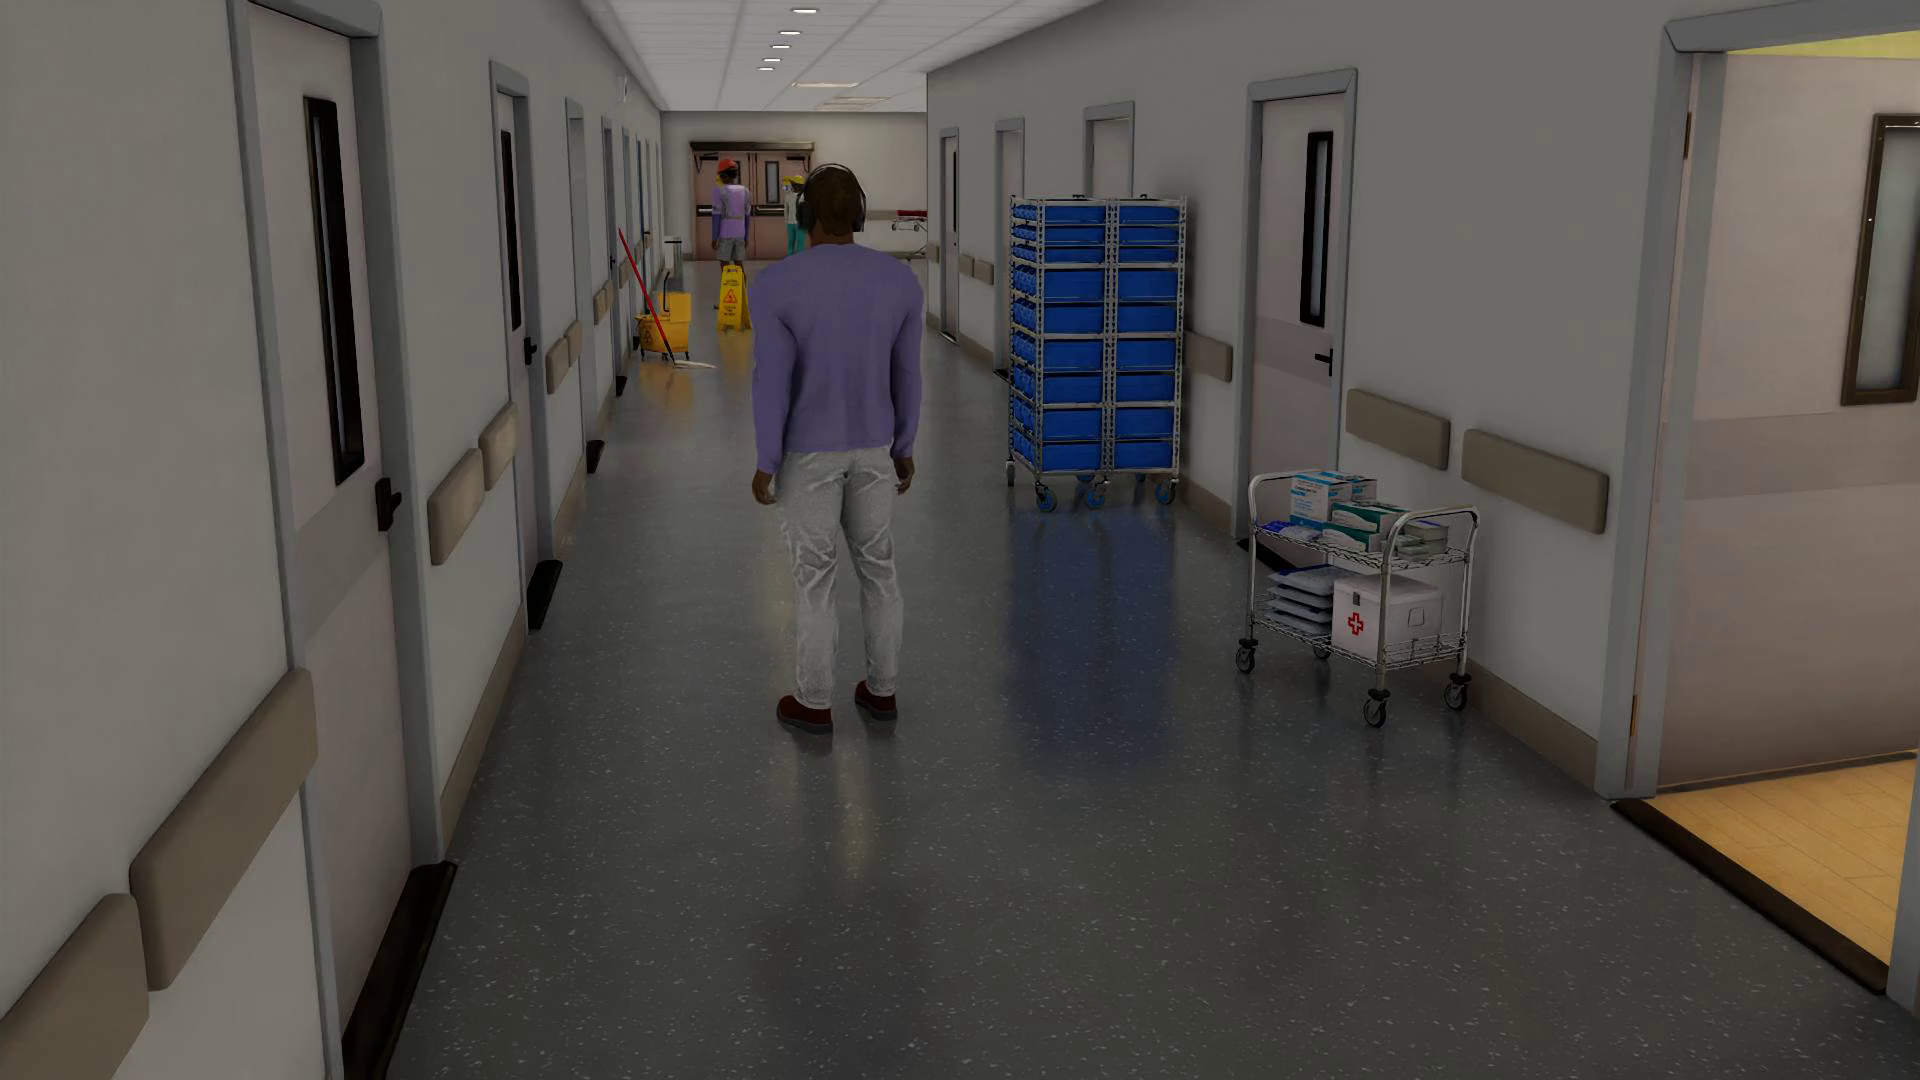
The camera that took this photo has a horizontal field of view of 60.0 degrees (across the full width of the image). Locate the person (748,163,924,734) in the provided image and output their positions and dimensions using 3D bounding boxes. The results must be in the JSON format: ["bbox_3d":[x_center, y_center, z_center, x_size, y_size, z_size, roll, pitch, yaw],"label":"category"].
[{"bbox_3d":[-0.424,-0.299,5.704,0.635,1.938,0.361,-7,15,-30],"label":"person"}]

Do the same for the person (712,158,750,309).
[{"bbox_3d":[-3.131,-4.148,22.605,0.609,2.032,0.410,-12,18,-44],"label":"person"}]

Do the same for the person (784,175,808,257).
[{"bbox_3d":[-2.918,-5.657,29.891,0.533,1.765,0.321,10,16,38],"label":"person"}]
